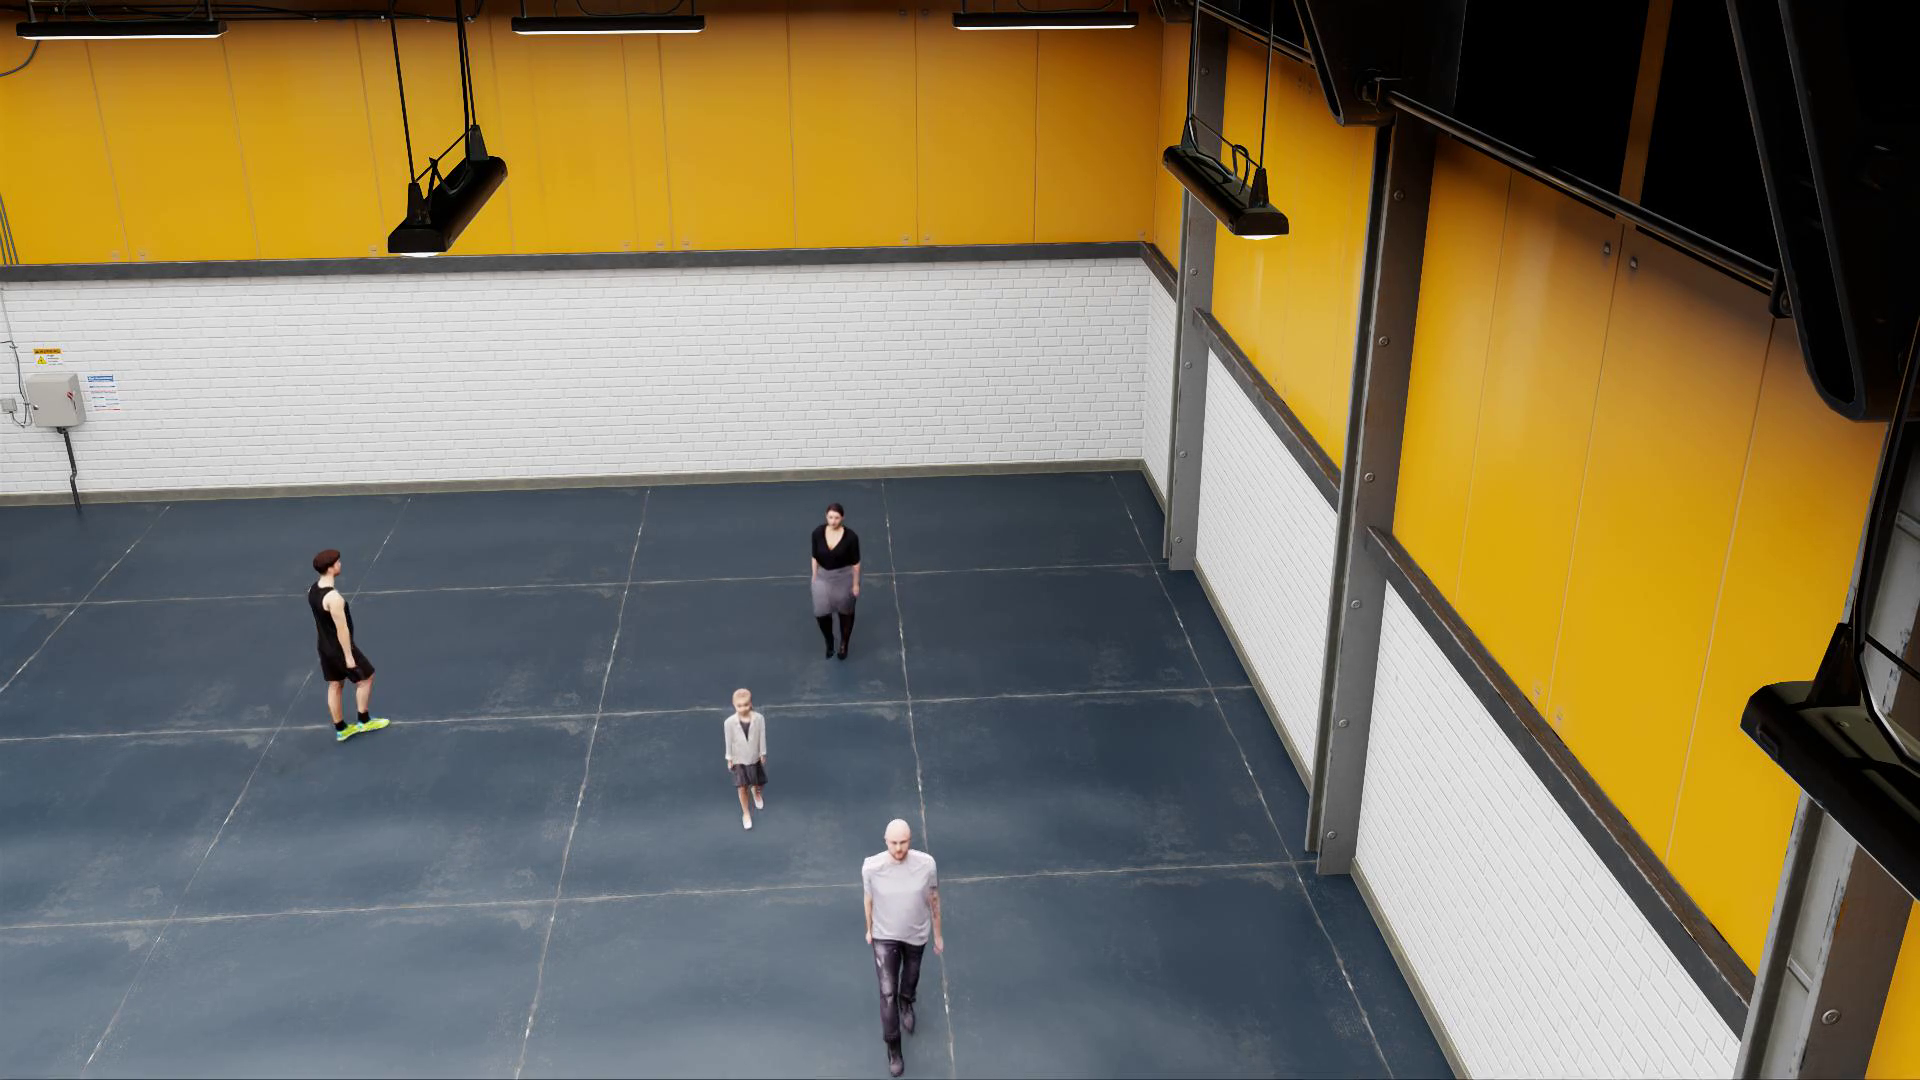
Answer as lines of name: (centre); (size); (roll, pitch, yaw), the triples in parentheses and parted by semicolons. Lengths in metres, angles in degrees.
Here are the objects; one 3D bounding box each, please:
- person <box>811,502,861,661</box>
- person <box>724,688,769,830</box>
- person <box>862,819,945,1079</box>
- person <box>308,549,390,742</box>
person: (-1.234, 0.397, 16.798); (0.739, 1.740, 0.741); (4, 24, 9)
person: (-1.823, 1.816, 14.144); (0.532, 1.264, 0.651); (-4, 24, -10)
person: (-0.402, 2.674, 11.522); (0.710, 1.793, 1.130); (-3, 24, -8)
person: (-5.769, 1.004, 15.232); (0.867, 1.881, 0.927); (19, 30, 36)
